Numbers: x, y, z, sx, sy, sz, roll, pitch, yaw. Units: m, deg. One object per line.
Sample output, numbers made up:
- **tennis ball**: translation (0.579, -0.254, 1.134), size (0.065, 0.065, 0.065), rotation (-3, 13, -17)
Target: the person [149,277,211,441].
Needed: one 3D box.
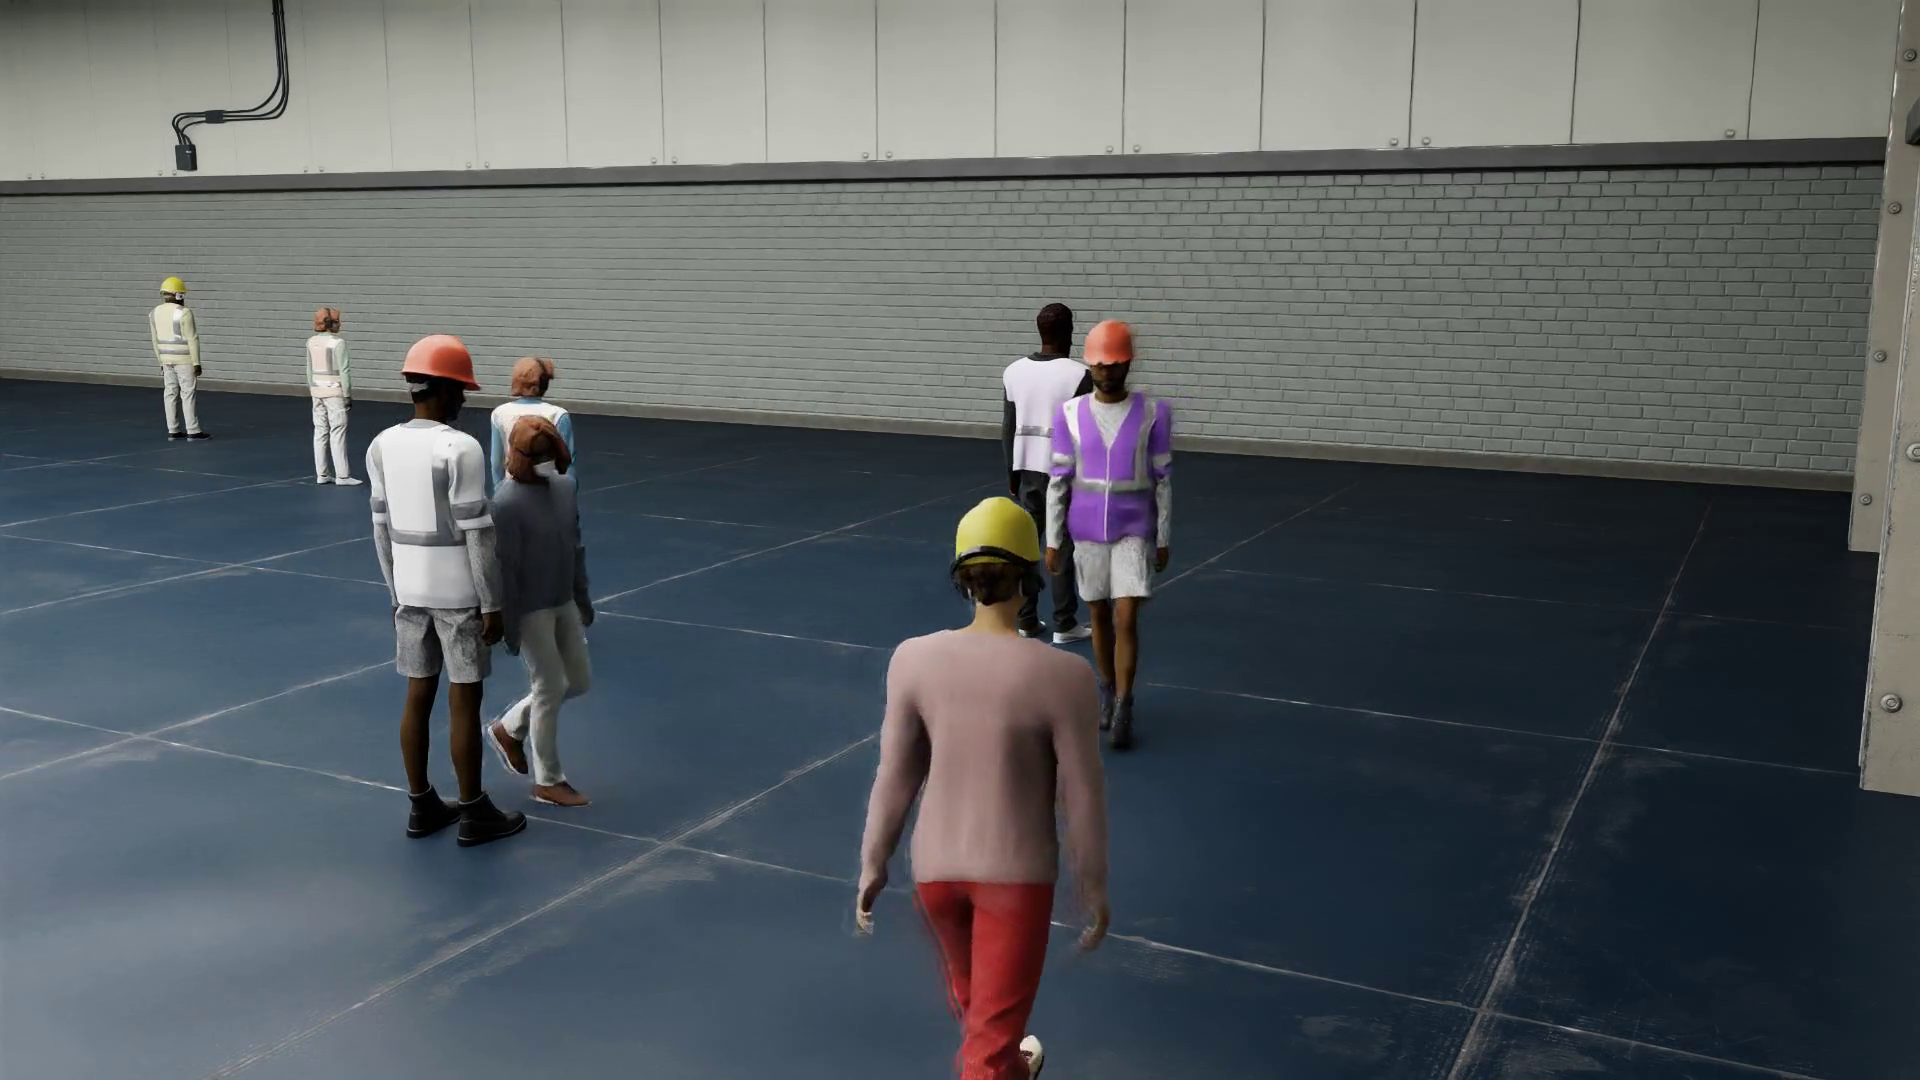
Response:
- **person**: translation (-8.722, -2.016, 18.599), size (0.590, 1.835, 0.404), rotation (4, 11, 19)

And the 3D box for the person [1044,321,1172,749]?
- **person**: translation (0.651, -0.020, 7.504), size (0.562, 1.906, 0.785), rotation (3, 11, 14)

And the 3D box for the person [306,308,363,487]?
- **person**: translation (-5.783, -1.308, 15.280), size (0.515, 1.636, 0.315), rotation (6, 12, 30)

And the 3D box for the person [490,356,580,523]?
- **person**: translation (-2.345, -0.196, 9.211), size (0.522, 1.636, 0.310), rotation (3, 11, 18)

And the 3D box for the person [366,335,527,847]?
- **person**: translation (-1.943, 0.195, 6.292), size (0.543, 1.928, 0.374), rotation (5, 12, 26)

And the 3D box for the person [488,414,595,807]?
- **person**: translation (-1.722, 0.281, 6.699), size (0.457, 1.605, 0.527), rotation (4, 11, 21)

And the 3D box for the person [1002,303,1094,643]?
- **person**: translation (0.499, -0.374, 9.415), size (0.590, 1.918, 0.389), rotation (8, 13, 36)

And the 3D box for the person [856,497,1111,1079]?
- **person**: translation (0.079, 0.757, 3.879), size (0.542, 1.694, 1.021), rotation (5, 12, 26)
